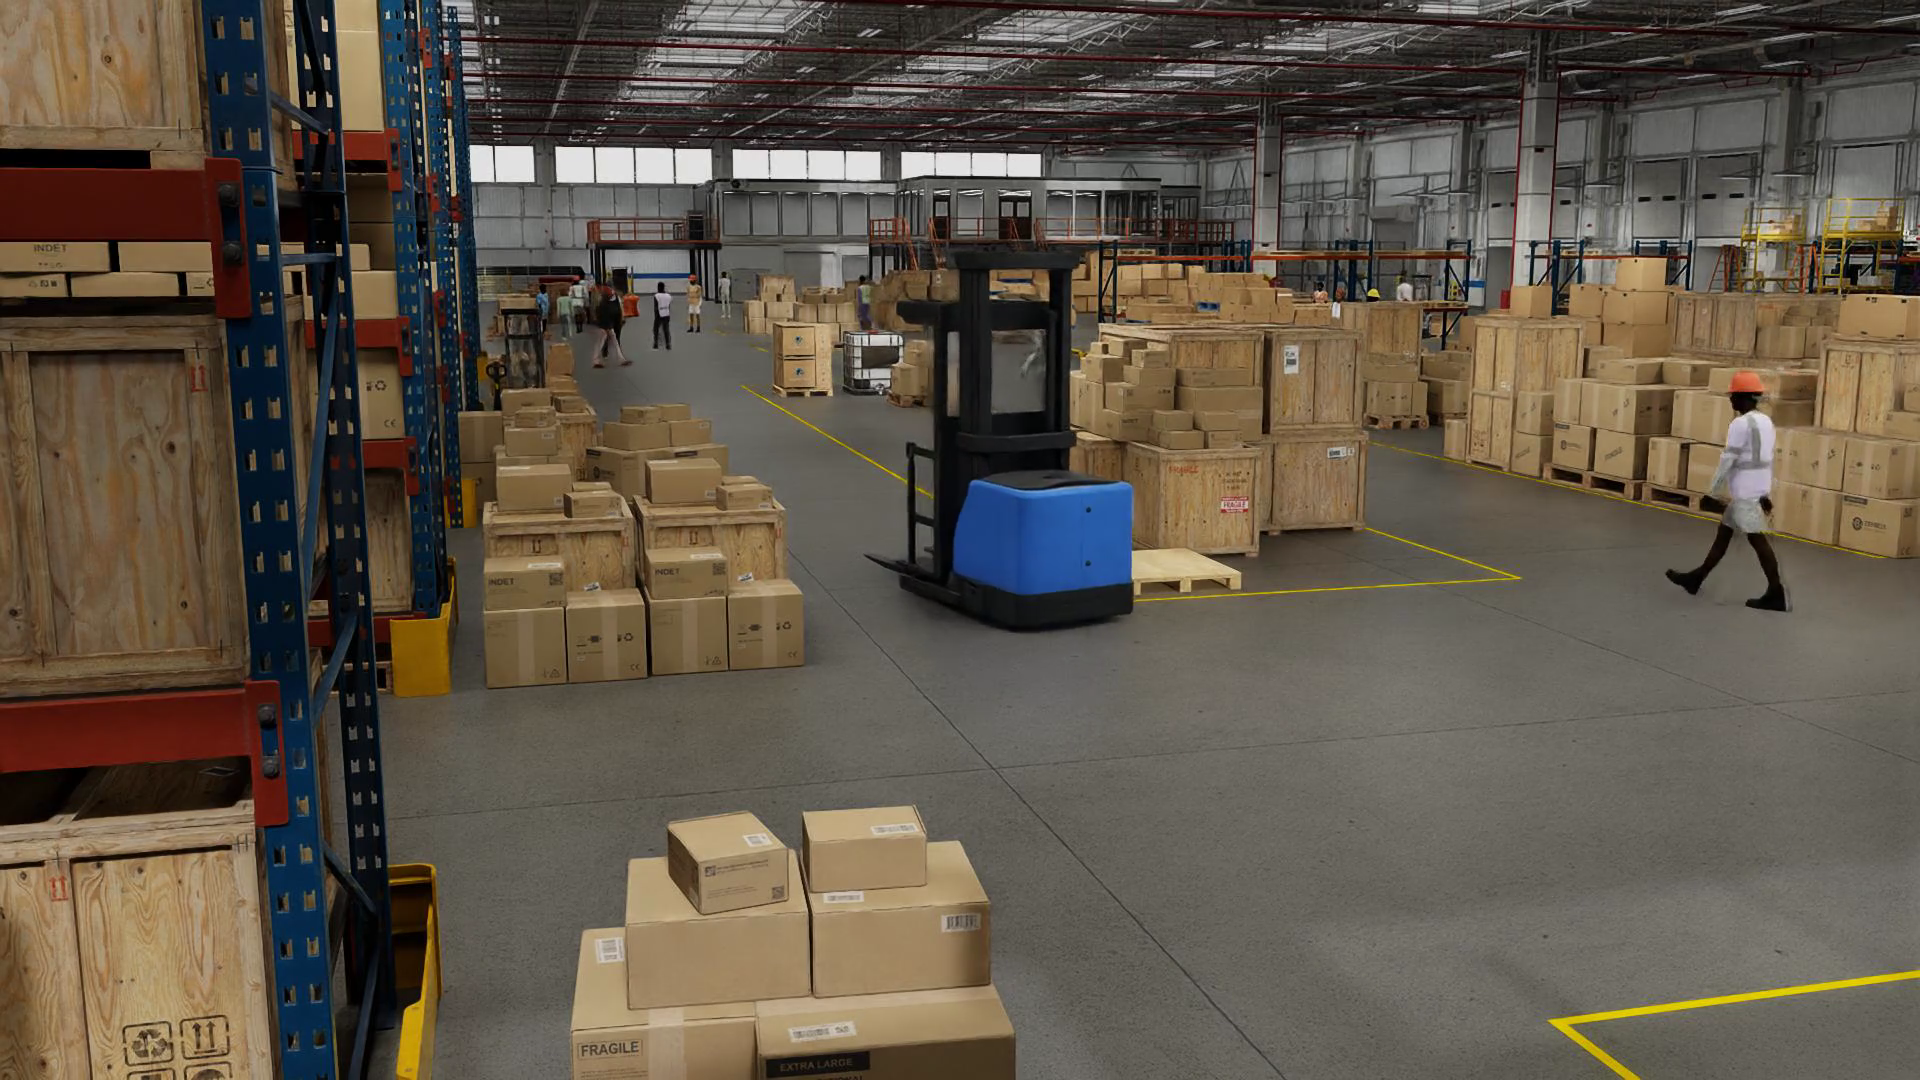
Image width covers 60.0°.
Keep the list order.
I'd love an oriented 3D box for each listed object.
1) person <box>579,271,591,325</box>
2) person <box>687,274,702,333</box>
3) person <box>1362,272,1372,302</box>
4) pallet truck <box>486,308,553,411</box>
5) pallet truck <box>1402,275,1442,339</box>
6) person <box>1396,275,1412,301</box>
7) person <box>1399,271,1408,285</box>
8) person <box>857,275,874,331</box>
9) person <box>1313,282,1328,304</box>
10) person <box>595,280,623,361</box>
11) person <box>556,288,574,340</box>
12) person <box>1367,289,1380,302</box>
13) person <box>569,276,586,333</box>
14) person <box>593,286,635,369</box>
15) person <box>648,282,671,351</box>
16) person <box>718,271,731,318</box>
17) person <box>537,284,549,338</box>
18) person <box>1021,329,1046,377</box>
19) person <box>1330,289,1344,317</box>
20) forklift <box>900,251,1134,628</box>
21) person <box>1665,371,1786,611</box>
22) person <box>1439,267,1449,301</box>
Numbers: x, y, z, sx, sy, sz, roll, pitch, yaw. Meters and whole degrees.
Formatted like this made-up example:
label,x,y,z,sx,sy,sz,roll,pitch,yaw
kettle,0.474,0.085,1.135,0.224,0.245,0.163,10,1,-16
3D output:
label,x,y,z,sx,sy,sz,roll,pitch,yaw
person,-13.762,-8.828,60.747,0.616,1.963,0.361,-8,13,-38
person,-8.874,-7.883,55.490,0.547,1.934,0.376,3,11,18
person,18.049,-11.008,73.748,0.416,1.732,0.502,-8,13,-39
pallet truck,-6.242,-2.418,24.362,0.823,1.965,1.885,1,10,3
pallet truck,14.620,-7.324,52.145,0.823,1.965,1.885,8,13,40
person,14.732,-7.786,55.002,0.667,1.914,0.624,-7,12,-33
person,19.558,-10.965,73.349,0.437,1.802,0.717,2,10,11
person,-3.193,-7.894,55.637,0.529,1.901,0.601,7,12,36
person,11.966,-7.723,55.286,0.534,1.691,0.321,8,13,38
person,-8.777,-5.516,41.783,0.682,2.000,0.535,-8,13,-37
person,-12.096,-6.925,50.982,0.515,1.608,0.681,-3,10,-17
person,9.229,-4.686,37.452,0.407,1.918,0.584,3,11,18
person,-12.766,-7.851,55.428,0.554,1.893,0.932,-5,11,-24
person,-8.190,-4.968,38.956,1.040,1.933,0.637,2,10,11
person,-8.238,-6.122,45.633,0.857,1.883,0.635,8,13,39
person,-9.477,-9.879,67.003,0.520,1.862,0.333,-4,11,-21
person,-13.140,-7.220,52.435,0.319,1.690,0.538,2,10,13
person,1.629,-4.337,36.305,0.718,1.614,0.514,-5,11,-28
person,8.835,-4.900,38.775,0.346,1.876,0.577,-7,12,-33
forklift,0.449,-0.859,13.037,1.129,2.768,1.873,-6,11,-29
person,6.213,-0.406,13.327,1.026,1.869,0.552,9,14,43
person,21.972,-11.381,75.385,0.439,1.907,0.694,-3,10,-15
